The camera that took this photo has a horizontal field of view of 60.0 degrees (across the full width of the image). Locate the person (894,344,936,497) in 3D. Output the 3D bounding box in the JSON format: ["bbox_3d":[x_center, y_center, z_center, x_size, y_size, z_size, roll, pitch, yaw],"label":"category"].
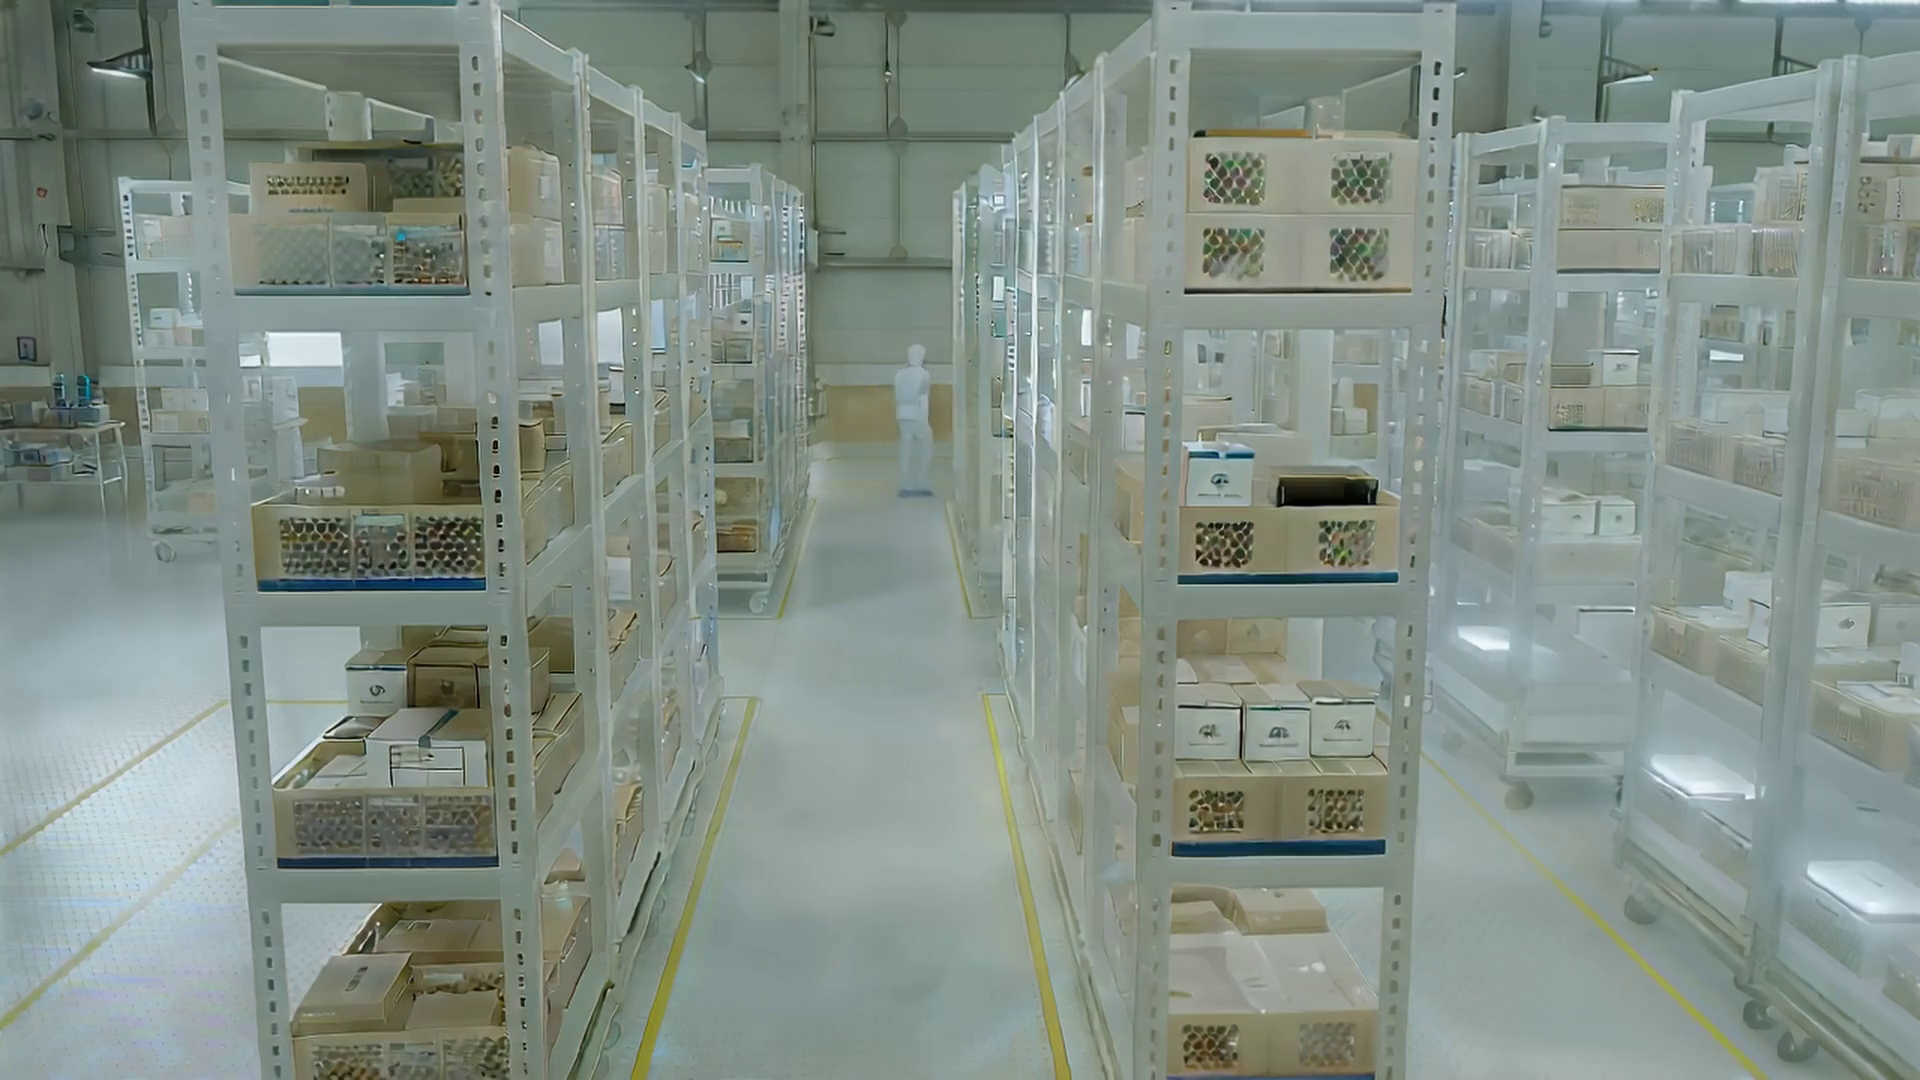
[{"bbox_3d":[-0.518,-1.417,19.873,0.584,1.822,0.576,9,13,41],"label":"person"}]
